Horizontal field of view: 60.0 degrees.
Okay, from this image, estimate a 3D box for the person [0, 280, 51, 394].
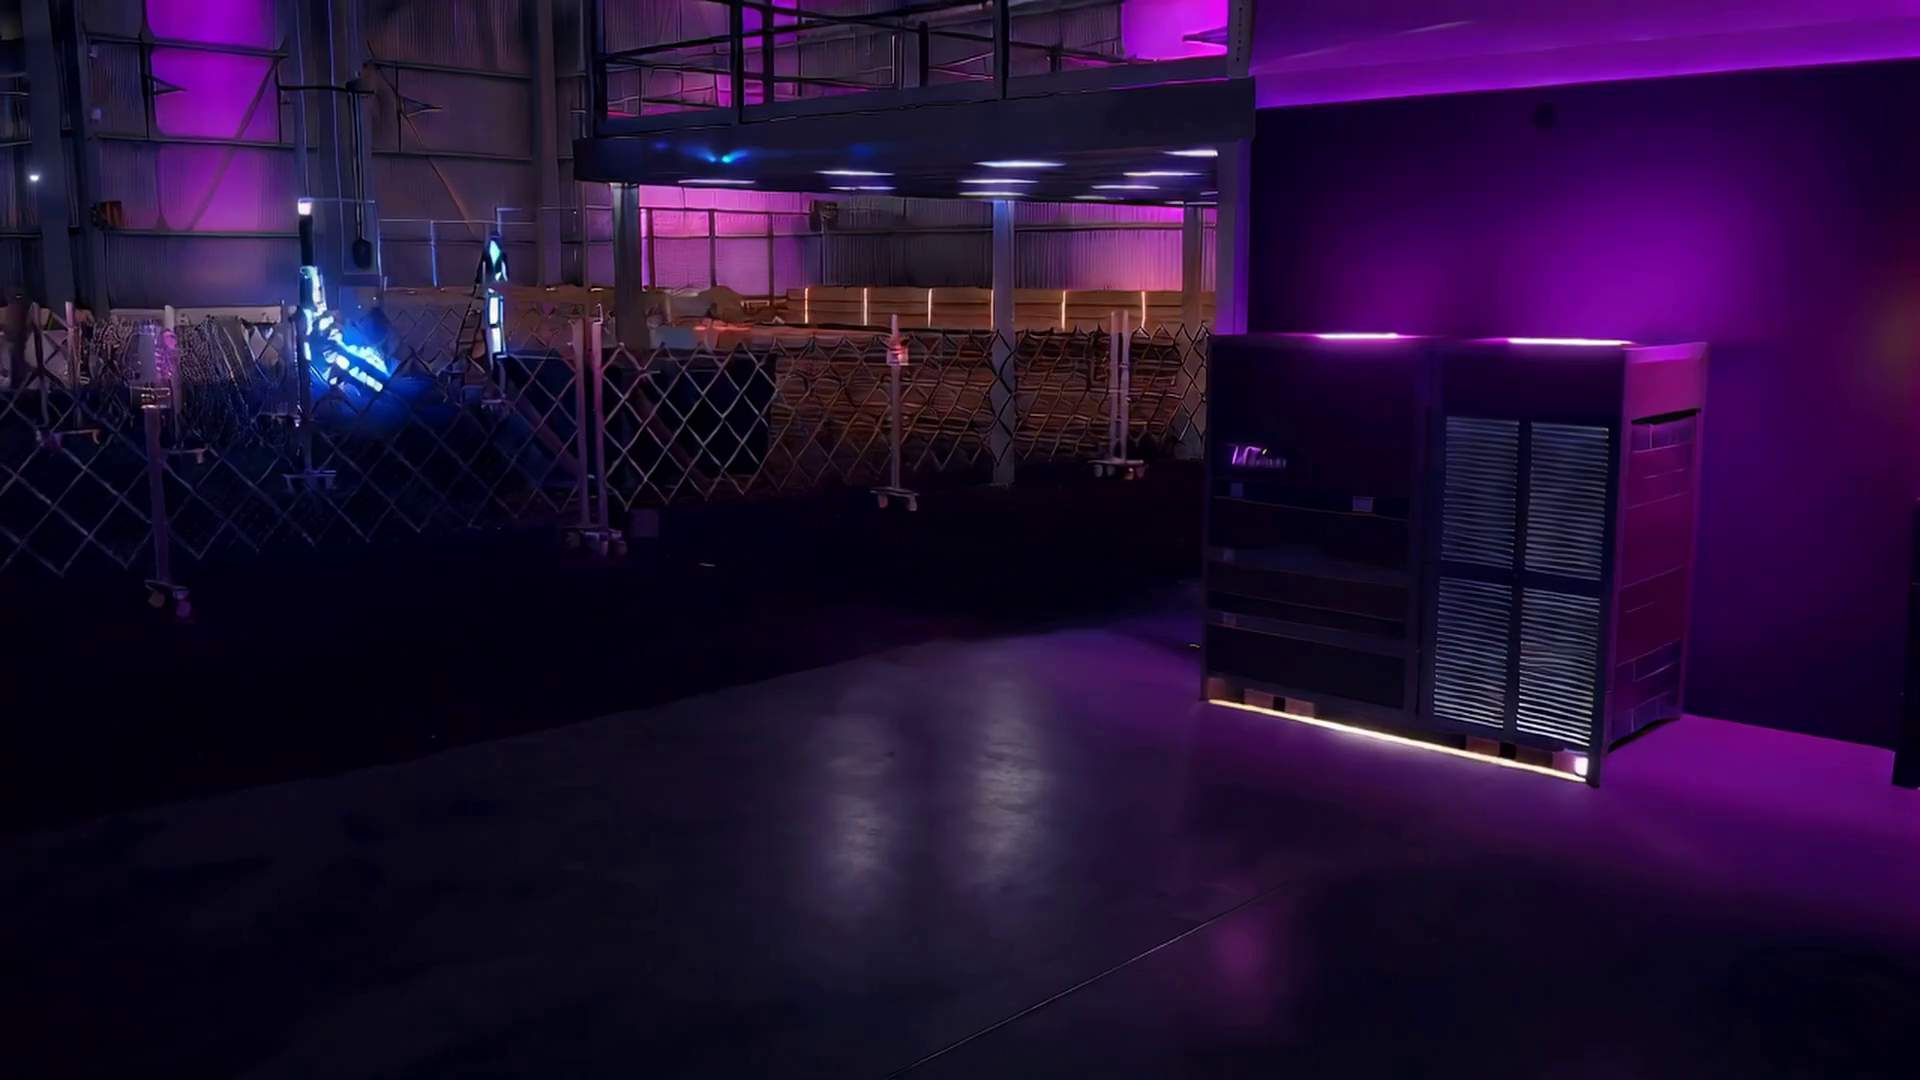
[{"bbox_3d":[-15.510,-3.343,27.503,0.787,1.884,0.650,-2,9,-10],"label":"person"}]
